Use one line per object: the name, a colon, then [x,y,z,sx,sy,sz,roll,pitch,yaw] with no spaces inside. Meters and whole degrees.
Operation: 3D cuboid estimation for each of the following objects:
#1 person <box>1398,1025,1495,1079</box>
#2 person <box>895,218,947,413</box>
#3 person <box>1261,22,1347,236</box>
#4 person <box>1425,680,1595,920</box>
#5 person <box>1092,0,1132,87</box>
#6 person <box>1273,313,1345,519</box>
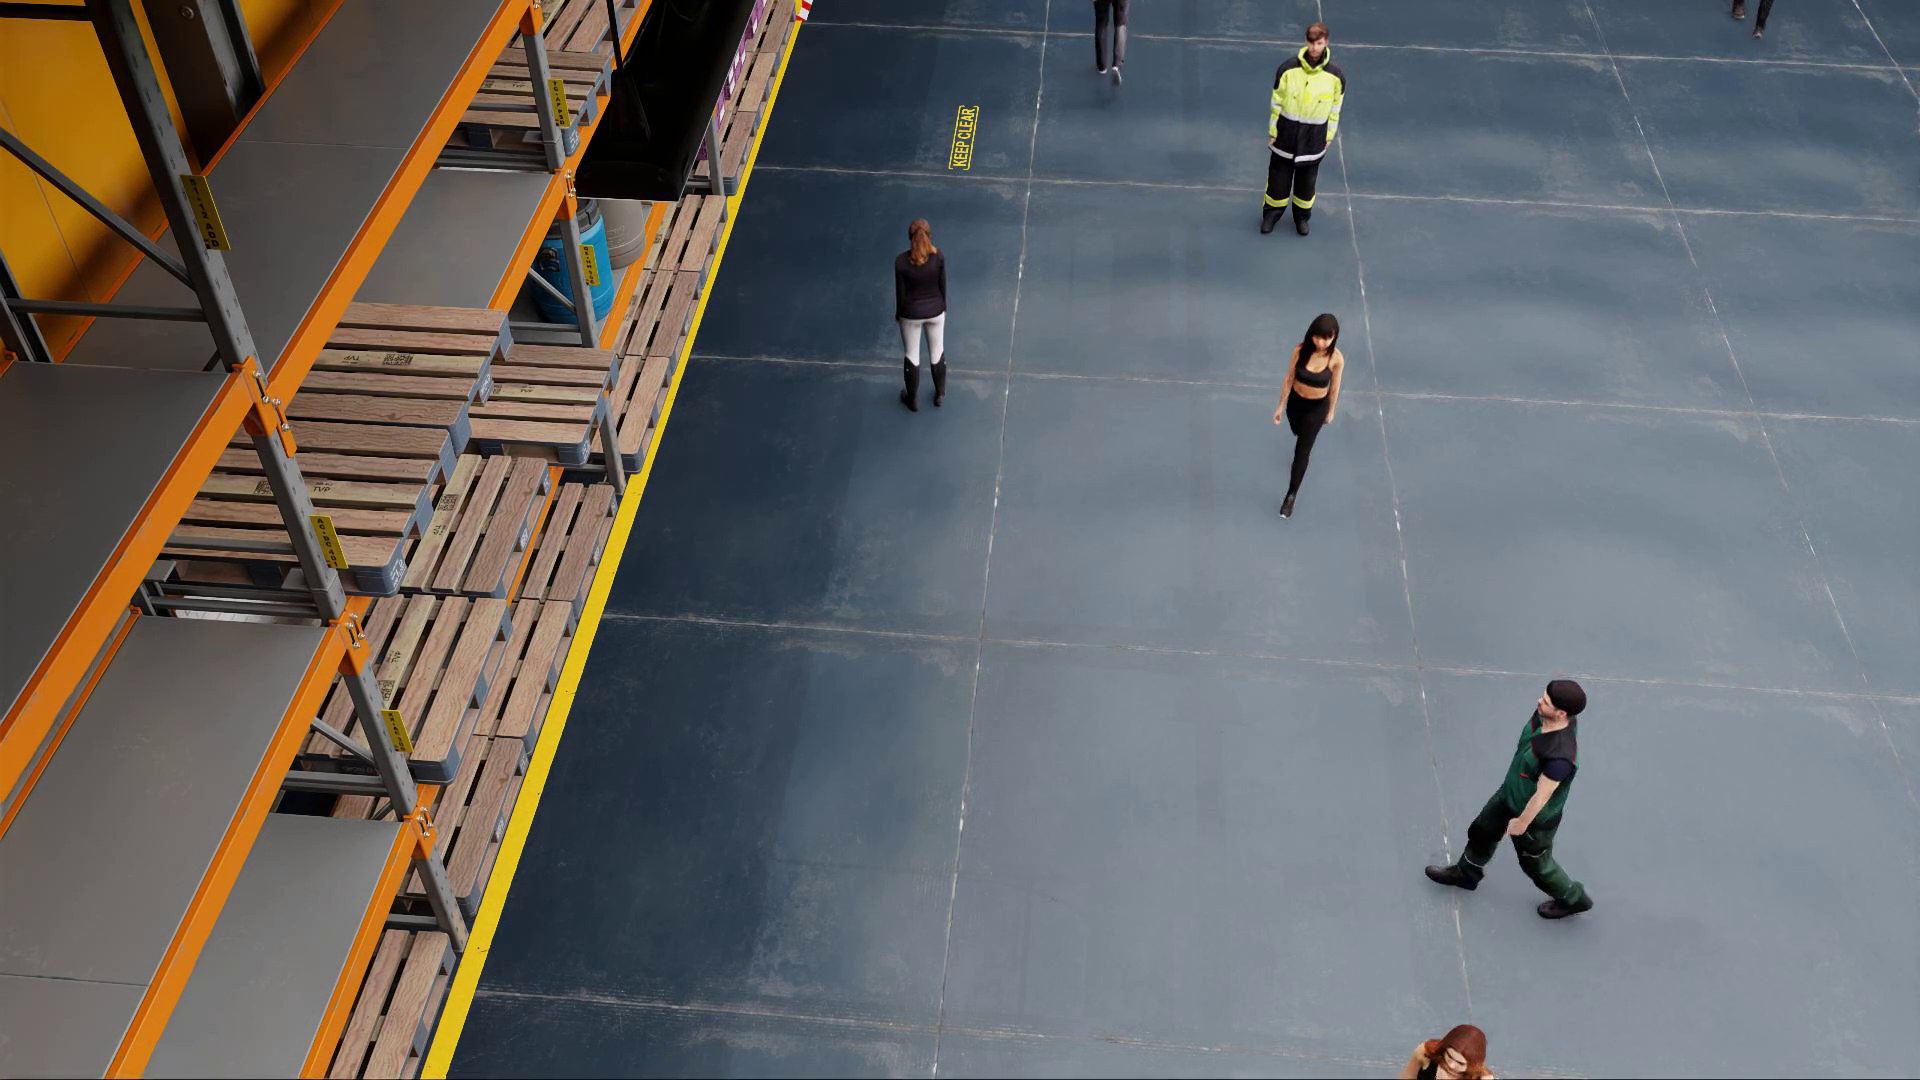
person: [2.382,2.761,8.116,0.968,1.698,1.128,29,51,27]
person: [-0.297,-1.732,12.811,0.637,1.728,0.645,-10,44,-10]
person: [3.004,-3.610,14.598,0.764,1.982,0.628,5,44,5]
person: [3.304,1.490,9.327,0.750,1.869,1.095,5,44,5]
person: [1.527,-5.457,16.567,0.665,1.940,1.053,0,44,0]
person: [2.555,-1.022,12.151,0.860,1.610,1.151,22,48,21]
